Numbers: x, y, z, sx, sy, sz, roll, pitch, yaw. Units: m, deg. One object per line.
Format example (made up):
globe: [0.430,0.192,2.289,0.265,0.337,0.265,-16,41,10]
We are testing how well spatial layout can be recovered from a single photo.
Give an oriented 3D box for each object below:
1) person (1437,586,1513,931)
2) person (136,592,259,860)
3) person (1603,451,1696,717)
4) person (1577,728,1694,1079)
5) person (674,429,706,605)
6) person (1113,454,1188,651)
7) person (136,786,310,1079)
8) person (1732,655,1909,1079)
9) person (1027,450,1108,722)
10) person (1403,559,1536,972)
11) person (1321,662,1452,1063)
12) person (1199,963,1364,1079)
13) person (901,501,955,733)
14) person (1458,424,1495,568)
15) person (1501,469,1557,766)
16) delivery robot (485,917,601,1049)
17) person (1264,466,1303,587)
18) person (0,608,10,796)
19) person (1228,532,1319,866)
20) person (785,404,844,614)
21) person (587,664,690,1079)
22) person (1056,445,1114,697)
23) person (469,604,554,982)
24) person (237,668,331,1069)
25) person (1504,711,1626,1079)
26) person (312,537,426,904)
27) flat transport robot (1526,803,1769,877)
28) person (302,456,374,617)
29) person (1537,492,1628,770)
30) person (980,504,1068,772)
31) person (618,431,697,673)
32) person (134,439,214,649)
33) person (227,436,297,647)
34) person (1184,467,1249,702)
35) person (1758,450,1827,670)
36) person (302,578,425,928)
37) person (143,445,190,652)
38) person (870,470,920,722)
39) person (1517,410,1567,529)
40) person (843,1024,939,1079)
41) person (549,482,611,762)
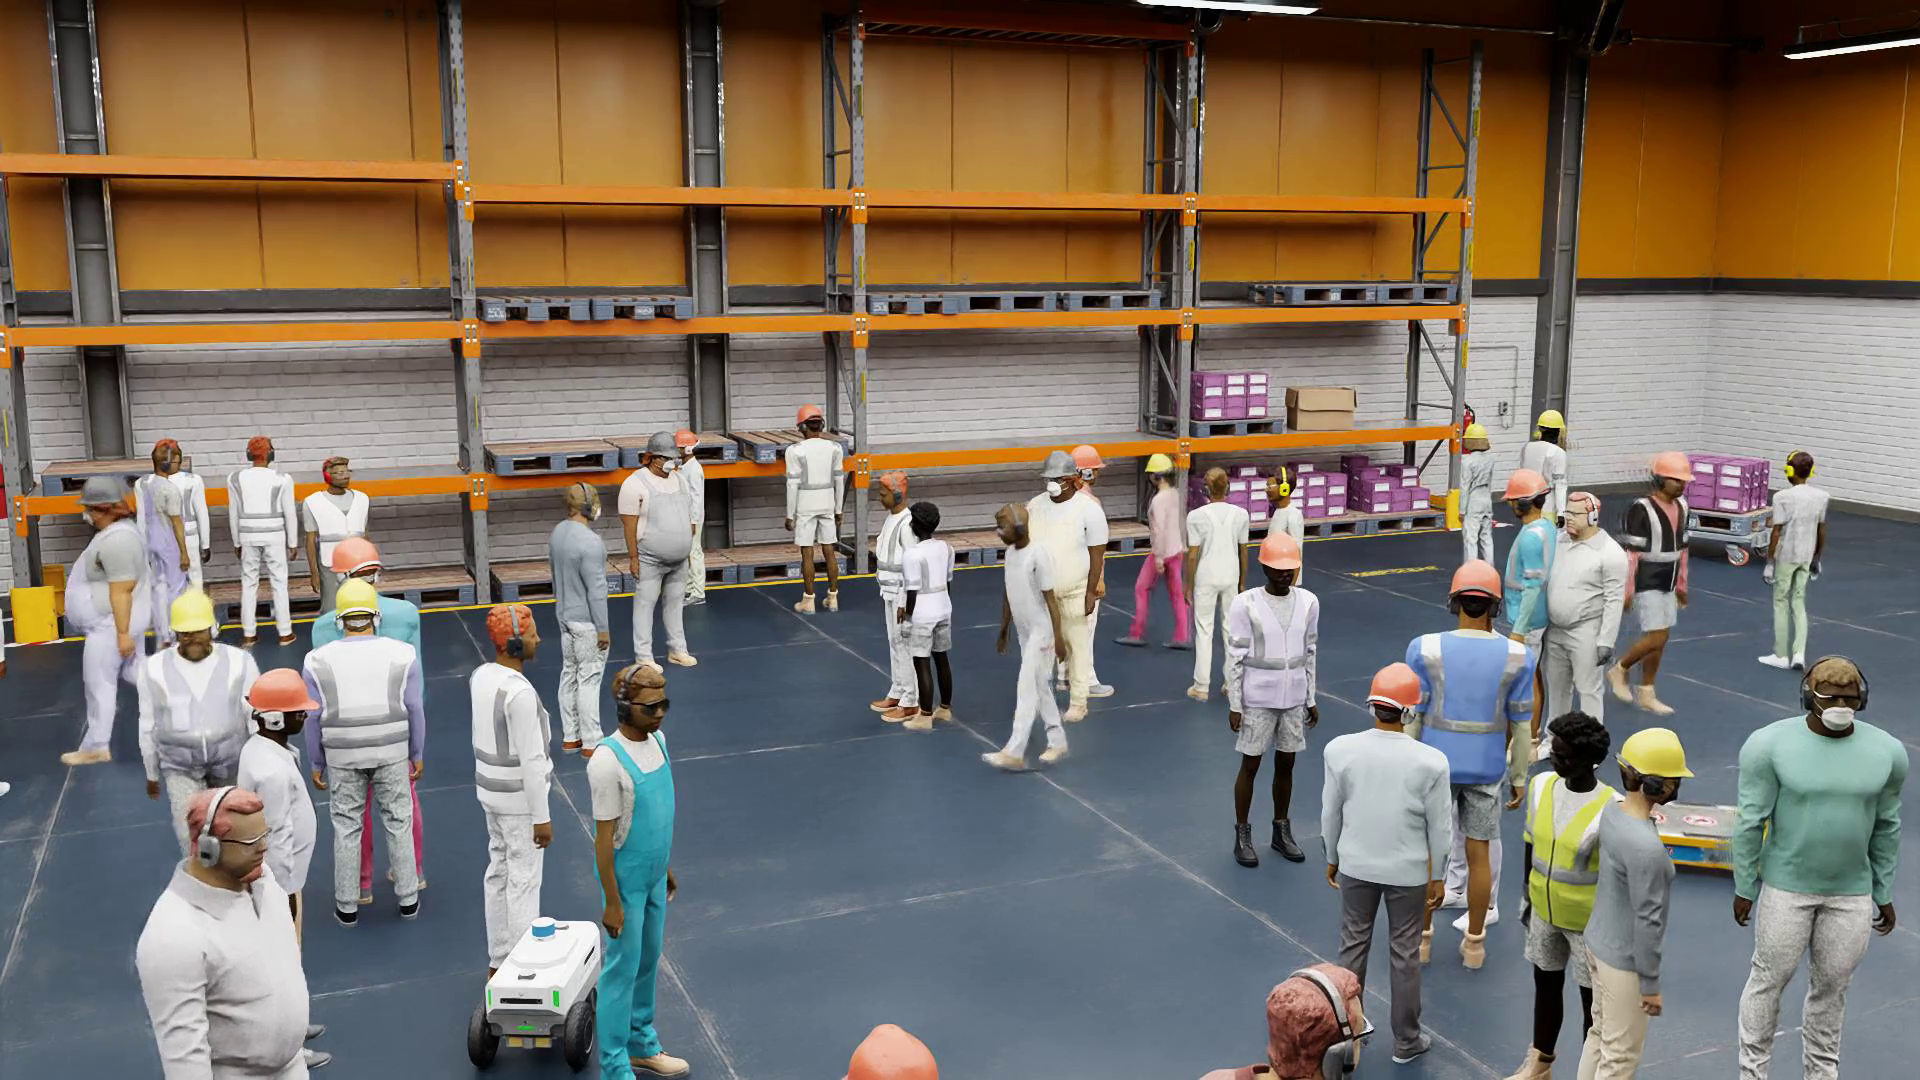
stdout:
person: [2.661,1.087,8.640,0.328,1.874,0.521,-3,10,-19]
person: [-3.907,1.133,8.630,0.609,1.789,0.921,-5,11,-28]
person: [5.254,0.332,12.544,0.627,2.024,0.485,-6,12,-32]
person: [2.526,1.561,6.247,0.339,1.761,0.529,1,10,8]
person: [-2.720,-0.231,16.578,0.329,1.750,0.561,-4,11,-23]
person: [1.698,0.106,14.671,0.767,1.737,0.529,6,12,33]
person: [-2.190,1.680,5.174,0.494,1.898,0.695,1,10,7]
person: [3.414,1.398,6.653,0.636,1.938,0.355,1,10,6]
person: [0.726,0.338,12.464,0.683,2.000,0.538,6,12,31]
person: [2.452,1.100,8.119,0.619,2.029,0.409,2,10,9]
person: [1.851,1.391,7.225,0.565,1.751,0.330,5,11,28]
person: [0.801,1.898,3.866,0.408,1.908,0.646,-8,13,-39]
person: [-0.243,0.560,12.175,0.317,1.695,0.540,7,12,36]
person: [5.335,-0.336,17.257,0.482,1.737,0.349,-6,12,-33]
person: [3.860,0.528,11.388,0.392,2.035,0.605,5,11,26]
delivery robot: [-1.838,1.918,7.372,0.477,0.478,0.707,0,10,2]
person: [2.477,0.355,12.862,0.311,1.869,0.533,-1,10,-4]
person: [-6.370,0.739,10.511,0.596,1.917,0.382,-4,11,-22]
person: [1.802,0.904,9.502,0.552,1.935,0.367,-3,10,-15]
person: [-1.430,-0.299,16.157,0.611,2.032,0.403,-6,11,-30]
person: [-1.336,1.407,6.873,0.324,1.842,0.514,3,10,17]
person: [0.962,0.243,13.144,0.377,1.995,0.608,-6,11,-29]
person: [-2.078,1.225,7.812,0.349,1.882,0.584,-8,13,-39]
person: [-2.907,1.405,7.175,0.350,1.743,0.570,-5,11,-26]
person: [2.475,1.509,6.711,0.322,1.695,0.536,-6,11,-30]
person: [-3.195,0.967,9.002,0.615,1.987,0.406,-9,13,-42]
flat transport robot: [4.069,1.703,9.693,1.431,0.197,0.652,3,10,16]
person: [-5.083,0.230,13.639,0.389,1.850,0.566,8,13,38]
person: [4.141,0.620,11.222,0.406,1.911,0.639,-5,11,-26]
person: [0.417,0.661,11.300,0.791,1.796,0.617,-5,11,-28]
person: [-2.476,0.089,13.903,0.535,2.000,0.680,9,13,41]
person: [-6.868,0.053,14.562,0.572,1.883,0.355,-3,10,-18]
person: [-6.205,0.015,14.834,0.575,1.876,0.372,-2,10,-9]
person: [1.989,0.349,12.965,0.506,1.846,0.346,-2,10,-10]
person: [6.975,0.181,13.911,0.531,1.857,0.510,-2,10,-9]
person: [-3.095,1.107,8.679,0.591,1.824,0.404,-4,10,-20]
person: [-6.880,0.090,14.477,0.517,1.837,0.332,7,12,36]
person: [-0.468,0.412,12.483,0.355,1.887,0.575,-3,10,-16]
person: [5.875,-0.349,16.750,0.384,1.924,0.594,-5,11,-26]
person: [-0.148,1.971,3.882,0.563,1.752,0.327,-8,12,-37]
person: [-2.595,0.559,11.490,0.367,1.938,0.634,-8,13,-39]
